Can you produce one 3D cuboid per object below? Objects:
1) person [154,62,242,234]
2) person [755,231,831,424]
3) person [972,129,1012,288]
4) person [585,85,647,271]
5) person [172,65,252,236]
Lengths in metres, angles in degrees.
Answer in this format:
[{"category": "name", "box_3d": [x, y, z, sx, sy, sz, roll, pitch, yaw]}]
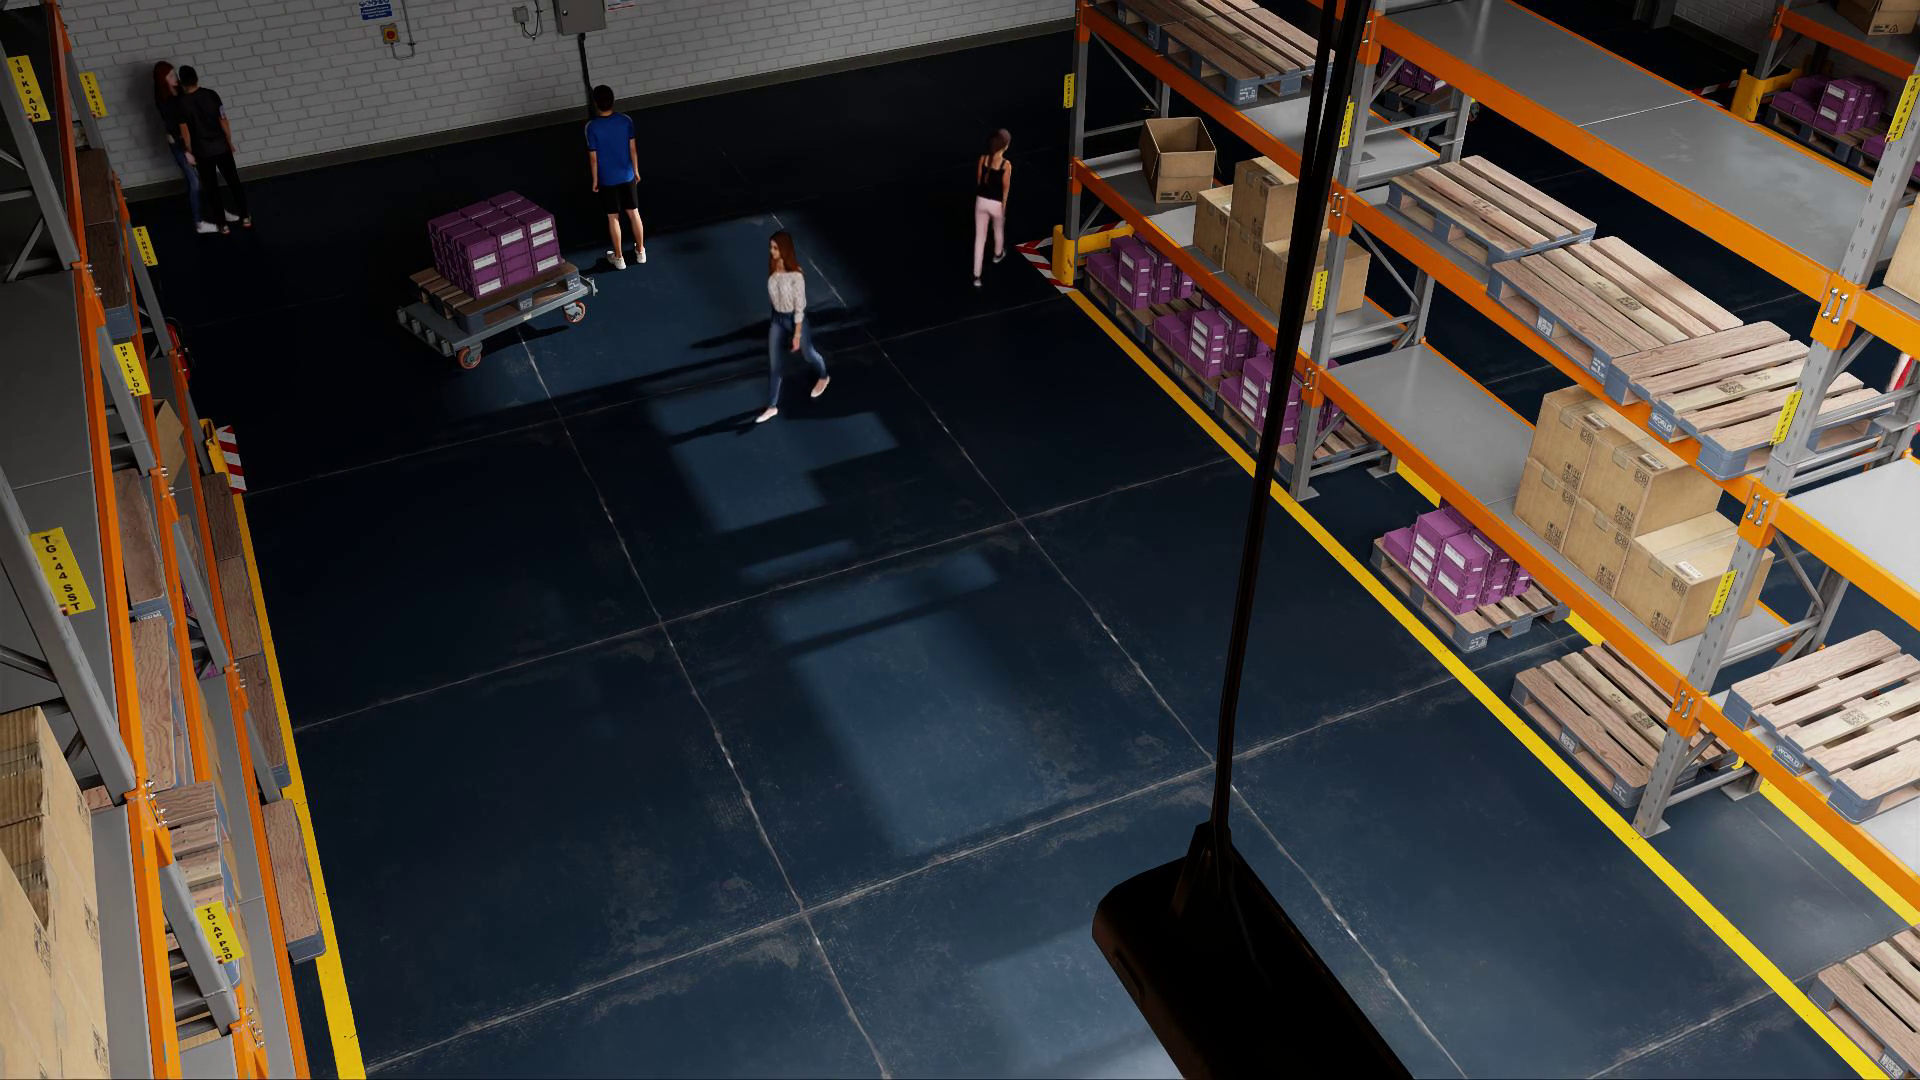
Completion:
[{"category": "person", "box_3d": [-7.849, -3.954, 16.803, 0.779, 1.786, 0.718, 8, 39, 10]}, {"category": "person", "box_3d": [-1.390, -1.877, 14.277, 1.124, 1.693, 1.011, 25, 45, 28]}, {"category": "person", "box_3d": [0.268, -3.173, 16.044, 0.950, 1.513, 1.095, 8, 39, 10]}, {"category": "person", "box_3d": [-3.364, -3.557, 16.241, 0.669, 1.866, 0.598, -20, 43, -23]}, {"category": "person", "box_3d": [-7.577, -3.948, 16.812, 0.682, 1.765, 0.628, -26, 46, -29]}]
